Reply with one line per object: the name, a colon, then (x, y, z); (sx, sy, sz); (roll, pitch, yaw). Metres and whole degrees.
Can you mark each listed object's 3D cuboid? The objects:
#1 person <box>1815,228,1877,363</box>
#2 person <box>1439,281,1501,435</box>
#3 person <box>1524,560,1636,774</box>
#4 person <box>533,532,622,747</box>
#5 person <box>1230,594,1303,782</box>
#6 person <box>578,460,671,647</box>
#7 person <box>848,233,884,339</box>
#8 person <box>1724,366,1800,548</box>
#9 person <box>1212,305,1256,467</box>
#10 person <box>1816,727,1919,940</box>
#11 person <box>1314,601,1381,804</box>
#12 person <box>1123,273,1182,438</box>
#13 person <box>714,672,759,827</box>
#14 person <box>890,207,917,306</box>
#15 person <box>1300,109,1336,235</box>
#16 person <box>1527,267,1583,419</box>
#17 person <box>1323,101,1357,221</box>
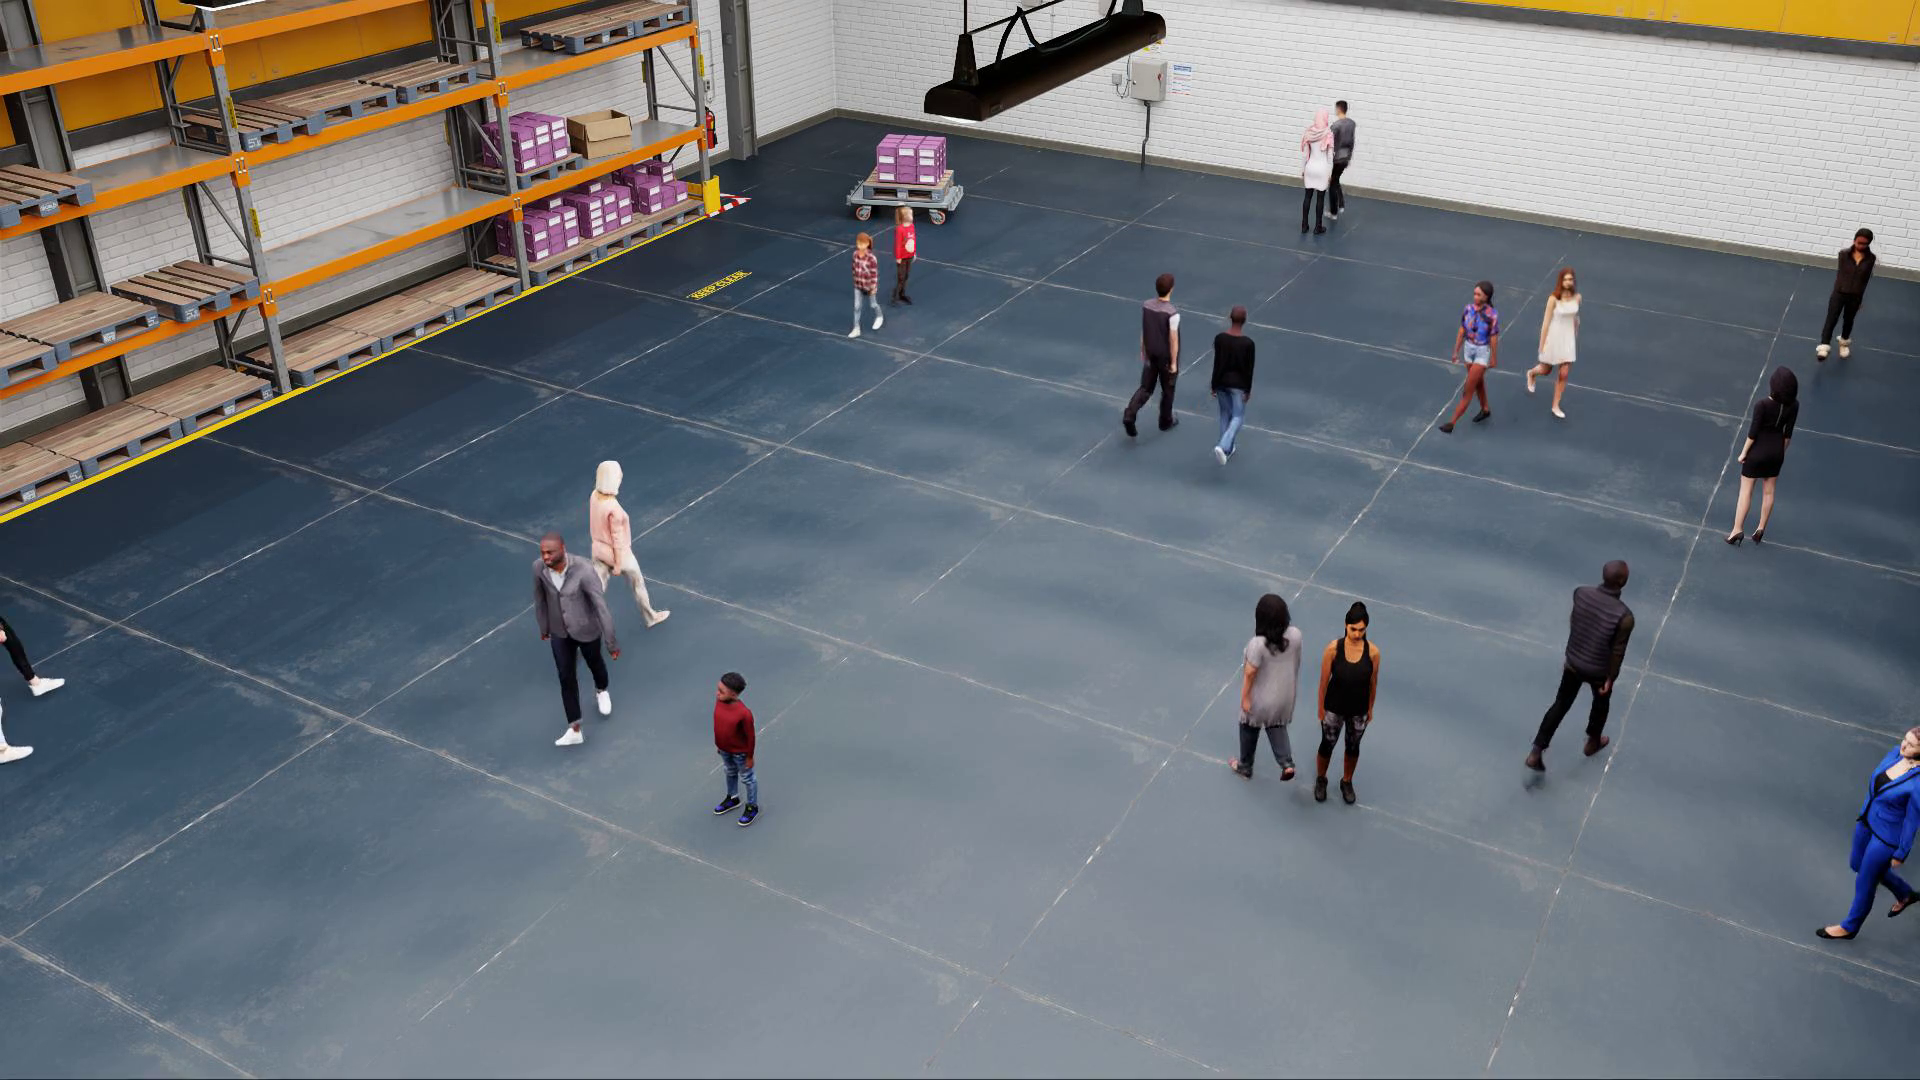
person: (10.526, -2.835, 19.686); (1.126, 1.627, 0.712); (15, 32, 26)
person: (5.670, -1.990, 18.074); (1.242, 1.687, 0.902); (-21, 35, -33)
person: (4.667, 0.982, 12.515); (1.296, 1.792, 0.974); (-22, 36, -35)
person: (-2.996, 0.690, 13.087); (1.150, 1.758, 1.304); (2, 29, 3)
person: (2.348, 1.155, 12.405); (0.899, 1.594, 0.943); (-13, 31, -23)
person: (-3.049, 0.146, 14.163); (1.179, 1.683, 0.782); (-26, 38, -38)
person: (-1.134, -3.198, 20.709); (0.530, 1.284, 0.875); (15, 32, 25)
person: (7.606, -0.780, 15.731); (0.660, 1.807, 0.676); (-2, 29, -4)
person: (2.791, -1.565, 17.247); (0.610, 1.733, 0.930); (14, 31, 23)
person: (6.138, 1.927, 10.891); (0.932, 1.689, 0.948); (0, 29, 1)
person: (2.849, 1.195, 12.258); (0.647, 1.664, 0.658); (1, 29, 1)
person: (2.089, -1.942, 17.843); (0.814, 1.824, 1.139); (24, 37, 37)
person: (-1.635, 1.494, 12.140); (0.526, 1.253, 0.509); (20, 34, 32)
person: (-0.755, -3.692, 21.634); (0.429, 1.265, 0.642); (-26, 38, -38)
person: (5.173, -5.342, 24.096); (0.621, 1.804, 0.579); (16, 33, 27)
person: (6.633, -2.245, 18.538); (0.915, 1.690, 1.048); (-4, 29, -7)
person: (5.652, -5.598, 24.621); (0.682, 1.751, 0.783); (-17, 33, -28)
